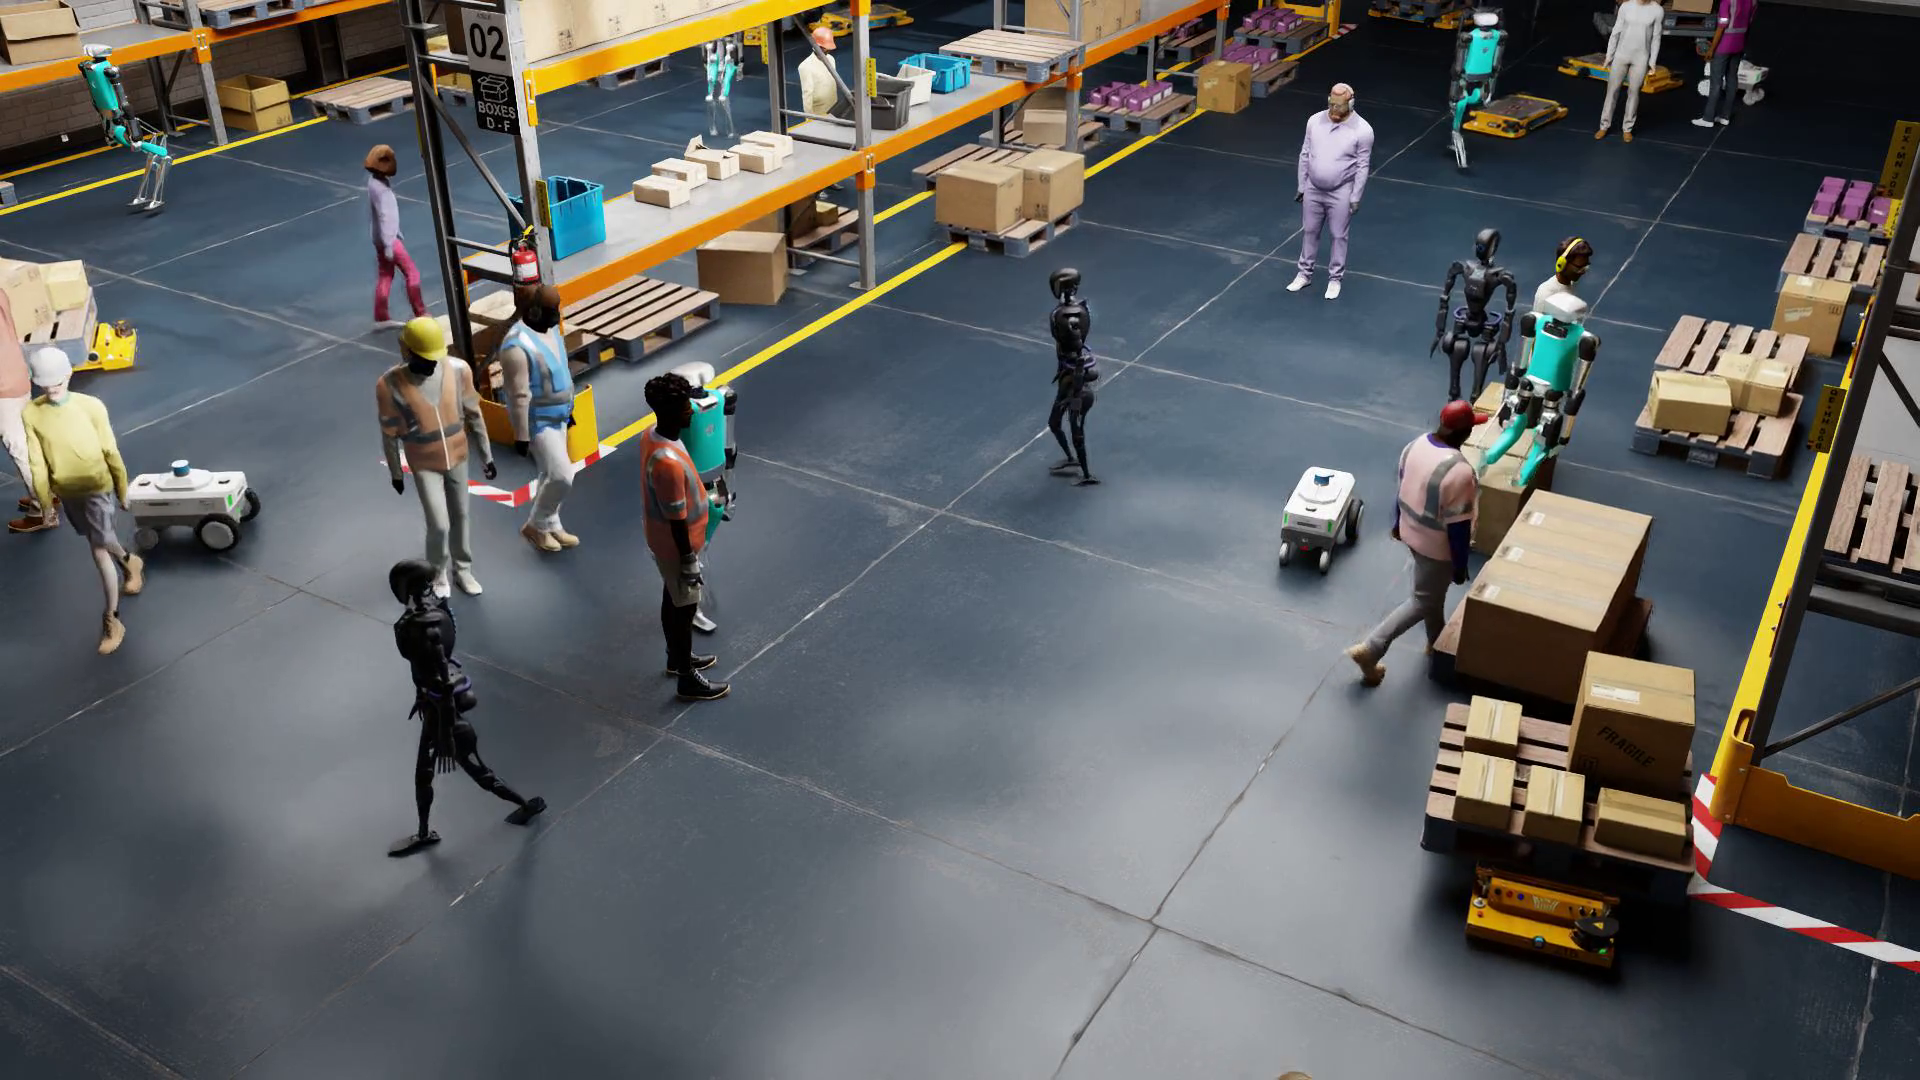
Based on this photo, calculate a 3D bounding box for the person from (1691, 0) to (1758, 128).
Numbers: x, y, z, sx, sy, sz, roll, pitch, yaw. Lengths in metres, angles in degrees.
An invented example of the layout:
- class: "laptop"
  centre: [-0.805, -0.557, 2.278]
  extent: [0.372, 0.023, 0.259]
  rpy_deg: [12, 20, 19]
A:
- class: "person"
  centre: [9.037, -5.794, 19.587]
  extent: [0.509, 1.846, 0.338]
  rpy_deg: [-9, 31, -16]

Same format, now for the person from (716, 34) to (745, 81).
- class: "person"
  centre: [-3.040, -6.934, 21.515]
  extent: [0.481, 1.944, 0.432]
  rpy_deg: [1, 29, 2]

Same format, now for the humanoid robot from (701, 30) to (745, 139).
- class: "humanoid robot"
  centre: [-2.800, -5.538, 19.253]
  extent: [0.530, 1.771, 0.795]
  rpy_deg: [6, 30, 11]

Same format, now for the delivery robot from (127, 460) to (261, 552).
- class: "delivery robot"
  centre: [-5.138, -0.250, 11.081]
  extent: [0.759, 0.583, 0.499]
  rpy_deg: [-2, 30, -3]

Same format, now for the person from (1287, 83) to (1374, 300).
- class: "person"
  centre: [3.273, -3.093, 14.754]
  extent: [0.640, 1.905, 0.414]
  rpy_deg: [18, 34, 29]

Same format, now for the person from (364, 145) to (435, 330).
- class: "person"
  centre: [-4.738, -2.544, 14.071]
  extent: [0.716, 1.600, 0.536]
  rpy_deg: [-10, 31, -18]

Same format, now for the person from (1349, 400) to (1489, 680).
- class: "person"
  centre: [2.648, 0.004, 9.459]
  extent: [0.817, 1.725, 0.620]
  rpy_deg: [-7, 30, -13]

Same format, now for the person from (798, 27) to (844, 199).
- class: "person"
  centre: [-1.426, -4.459, 17.329]
  extent: [0.335, 1.742, 0.561]
  rpy_deg: [15, 33, 25]

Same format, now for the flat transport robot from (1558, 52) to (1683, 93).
- class: "flat transport robot"
  centre: [8.645, -6.125, 21.776]
  extent: [0.659, 0.231, 1.431]
  rpy_deg: [-20, 35, -31]

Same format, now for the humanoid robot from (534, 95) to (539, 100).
- class: "humanoid robot"
  centre: [-5.238, -5.613, 19.454]
  extent: [0.781, 1.850, 0.540]
  rpy_deg: [-25, 38, -37]

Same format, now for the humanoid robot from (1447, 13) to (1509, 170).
- class: "humanoid robot"
  centre: [5.520, -4.941, 18.217]
  extent: [0.530, 1.737, 1.030]
  rpy_deg: [-5, 30, -8]

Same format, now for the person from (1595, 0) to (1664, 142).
- class: "person"
  centre: [7.710, -5.535, 19.083]
  extent: [0.572, 1.897, 0.360]
  rpy_deg: [12, 32, 20]

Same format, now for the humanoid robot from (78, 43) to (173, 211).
- class: "humanoid robot"
  centre: [-8.281, -4.184, 16.715]
  extent: [0.533, 1.677, 0.735]
  rpy_deg: [16, 33, 26]

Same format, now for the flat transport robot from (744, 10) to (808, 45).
- class: "flat transport robot"
  centre: [-2.886, -7.378, 23.993]
  extent: [0.659, 0.231, 1.431]
  rpy_deg: [4, 30, 7]

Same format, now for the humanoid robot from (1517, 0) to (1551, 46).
- class: "humanoid robot"
  centre: [8.112, -7.824, 23.374]
  extent: [0.591, 1.640, 0.484]
  rpy_deg: [21, 36, 32]

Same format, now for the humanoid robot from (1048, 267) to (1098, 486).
- class: "humanoid robot"
  centre: [0.794, -1.121, 11.504]
  extent: [0.412, 1.643, 0.609]
  rpy_deg: [-4, 30, -8]

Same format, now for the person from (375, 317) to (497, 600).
- class: "person"
  centre: [-3.168, -0.485, 10.147]
  extent: [0.588, 1.895, 0.435]
  rpy_deg: [-23, 37, -35]

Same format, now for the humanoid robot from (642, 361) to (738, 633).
- class: "humanoid robot"
  centre: [-1.652, -0.223, 9.924]
  extent: [0.651, 1.876, 0.543]
  rpy_deg: [24, 37, 36]

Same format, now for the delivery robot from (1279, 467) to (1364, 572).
- class: "delivery robot"
  centre: [2.367, -0.182, 10.986]
  extent: [0.499, 0.607, 0.808]
  rpy_deg: [12, 32, 20]

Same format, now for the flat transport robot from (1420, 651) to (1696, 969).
- class: "flat transport robot"
  centre: [2.930, 1.516, 8.259]
  extent: [0.659, 0.231, 1.431]
  rpy_deg: [10, 31, 18]

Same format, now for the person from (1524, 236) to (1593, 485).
- class: "person"
  centre: [4.041, -1.185, 11.419]
  extent: [0.328, 1.865, 0.518]
  rpy_deg: [21, 35, 32]

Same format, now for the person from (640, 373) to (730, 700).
- class: "person"
  centre: [-1.561, -0.015, 9.245]
  extent: [0.367, 1.965, 0.601]
  rpy_deg: [-10, 31, -17]

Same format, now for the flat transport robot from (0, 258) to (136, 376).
- class: "flat transport robot"
  centre: [-7.560, -1.518, 13.627]
  extent: [1.431, 0.231, 0.659]
  rpy_deg: [-11, 31, -18]

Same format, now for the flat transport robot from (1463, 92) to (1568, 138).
- class: "flat transport robot"
  centre: [6.678, -5.095, 19.955]
  extent: [0.659, 0.231, 1.431]
  rpy_deg: [24, 37, 36]

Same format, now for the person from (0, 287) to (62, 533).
- class: "person"
  centre: [-6.328, -1.007, 10.970]
  extent: [0.376, 1.995, 0.611]
  rpy_deg: [-6, 30, -10]

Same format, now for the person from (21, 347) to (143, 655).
- class: "person"
  centre: [-5.222, -0.337, 9.949]
  extent: [0.480, 1.855, 0.946]
  rpy_deg: [-3, 30, -5]

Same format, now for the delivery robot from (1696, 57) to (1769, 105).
- class: "delivery robot"
  centre: [9.738, -5.822, 20.962]
  extent: [0.790, 0.606, 0.499]
  rpy_deg: [25, 38, 37]

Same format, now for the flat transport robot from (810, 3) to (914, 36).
- class: "flat transport robot"
  centre: [-1.442, -7.656, 24.485]
  extent: [1.431, 0.231, 0.659]
  rpy_deg: [-22, 36, -34]

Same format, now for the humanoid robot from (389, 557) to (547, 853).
- class: "humanoid robot"
  centre: [-2.506, 0.816, 8.133]
  extent: [0.787, 1.639, 0.591]
  rpy_deg: [-16, 33, -26]

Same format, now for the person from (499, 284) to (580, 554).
- class: "person"
  centre: [-2.671, -0.773, 10.732]
  extent: [0.455, 1.819, 0.645]
  rpy_deg: [5, 30, 8]

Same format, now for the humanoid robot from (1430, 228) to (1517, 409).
- class: "humanoid robot"
  centre: [3.718, -1.462, 12.091]
  extent: [0.589, 1.647, 0.364]
  rpy_deg: [19, 35, 30]

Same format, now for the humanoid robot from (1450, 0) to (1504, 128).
- class: "humanoid robot"
  centre: [6.111, -5.675, 19.554]
  extent: [0.609, 1.653, 0.438]
  rpy_deg: [-2, 30, -3]

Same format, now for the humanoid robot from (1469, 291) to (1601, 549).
- class: "humanoid robot"
  centre: [3.579, -0.676, 10.673]
  extent: [0.883, 1.787, 0.564]
  rpy_deg: [-23, 37, -35]

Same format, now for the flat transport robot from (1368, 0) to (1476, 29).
- class: "flat transport robot"
  centre: [6.910, -7.882, 24.884]
  extent: [0.659, 0.231, 1.431]
  rpy_deg: [-26, 39, -38]
